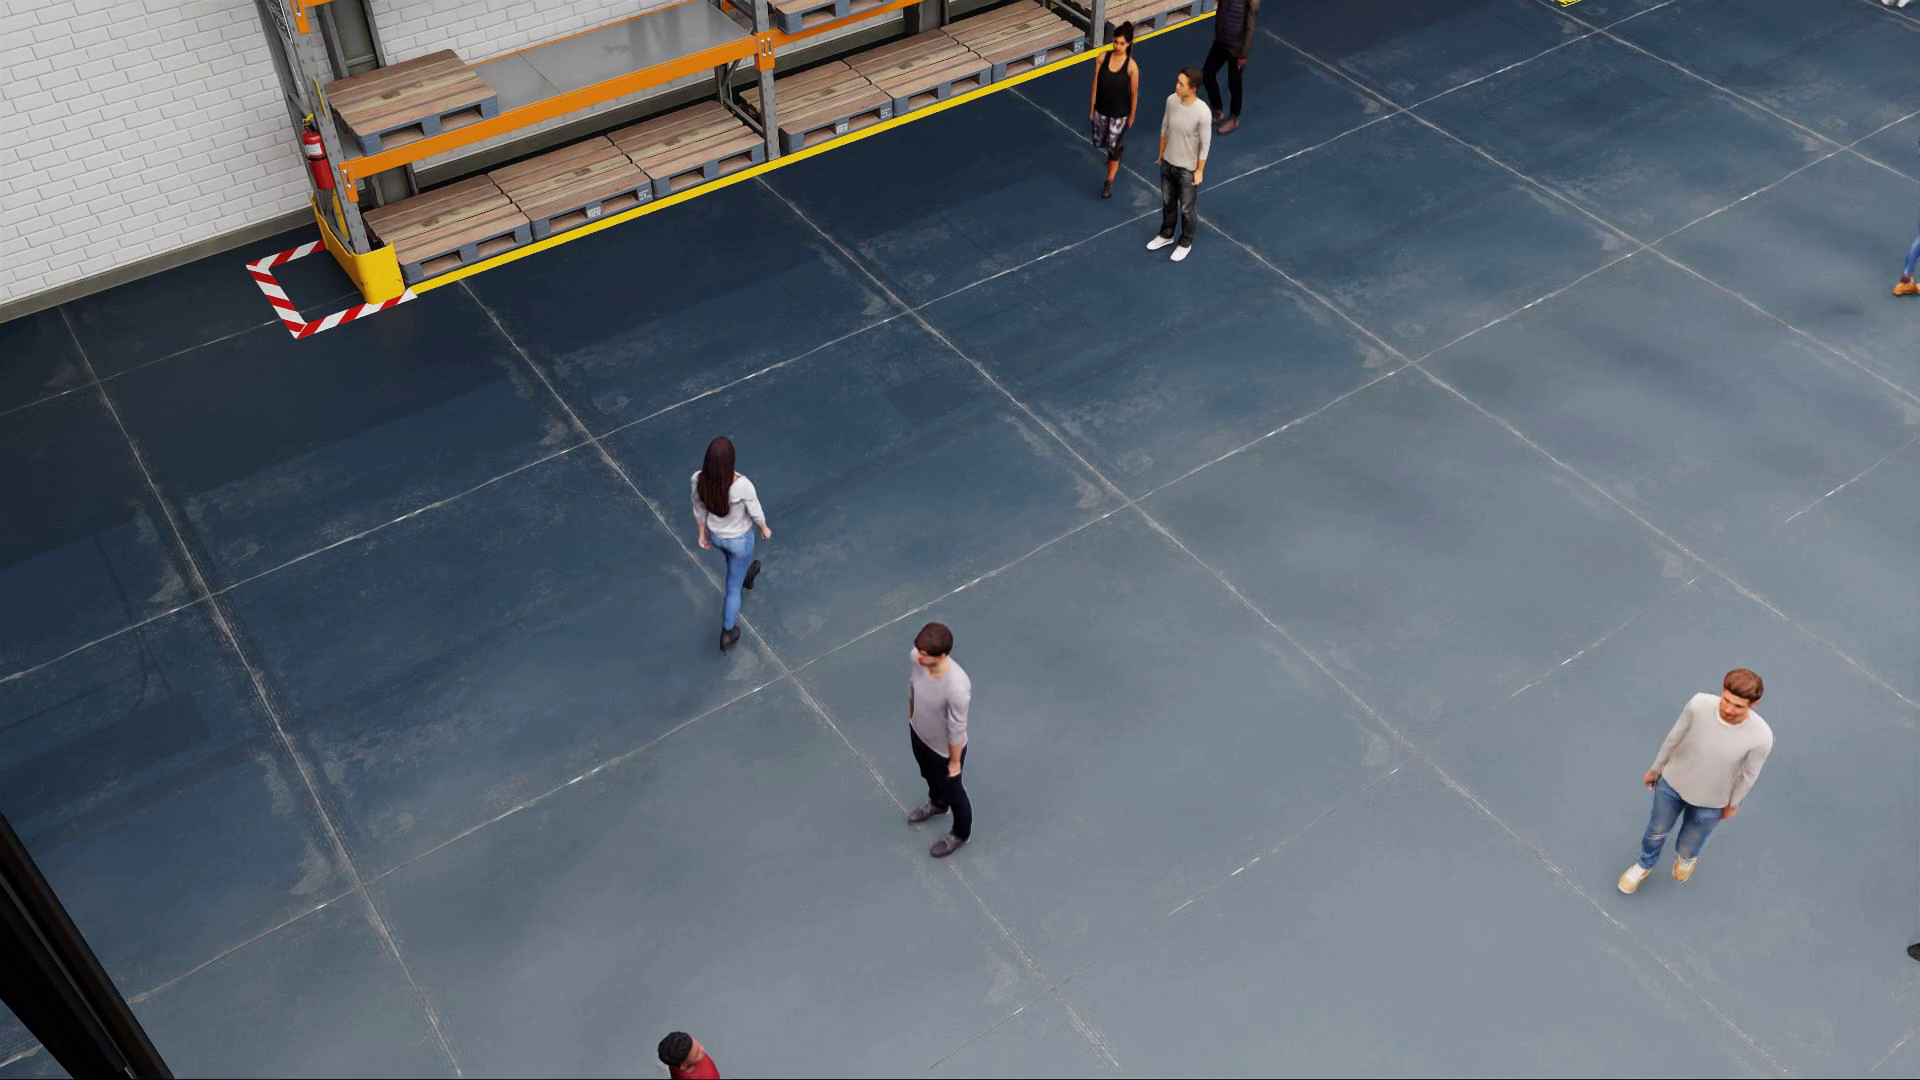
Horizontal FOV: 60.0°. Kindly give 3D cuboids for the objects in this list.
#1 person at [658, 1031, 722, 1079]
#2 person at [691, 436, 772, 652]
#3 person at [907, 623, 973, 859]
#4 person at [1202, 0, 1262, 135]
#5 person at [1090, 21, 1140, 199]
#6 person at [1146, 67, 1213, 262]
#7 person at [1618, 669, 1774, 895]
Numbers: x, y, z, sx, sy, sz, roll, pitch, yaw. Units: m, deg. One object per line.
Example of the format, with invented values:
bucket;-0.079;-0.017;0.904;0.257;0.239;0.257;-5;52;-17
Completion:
person;-1.345;2.835;8.356;0.533;1.255;0.539;-17;46;-17
person;-1.548;0.061;11.028;0.958;1.586;1.123;16;46;16
person;-0.105;1.143;9.707;0.529;1.841;0.643;-27;50;-25
person;2.674;-4.759;15.917;0.643;1.821;0.705;-26;49;-25
person;1.426;-3.968;15.213;0.798;1.647;0.916;19;47;19
person;1.930;-3.272;14.364;0.602;1.810;0.680;-34;53;-30
person;4.218;1.348;9.458;0.741;1.889;0.802;34;53;30
